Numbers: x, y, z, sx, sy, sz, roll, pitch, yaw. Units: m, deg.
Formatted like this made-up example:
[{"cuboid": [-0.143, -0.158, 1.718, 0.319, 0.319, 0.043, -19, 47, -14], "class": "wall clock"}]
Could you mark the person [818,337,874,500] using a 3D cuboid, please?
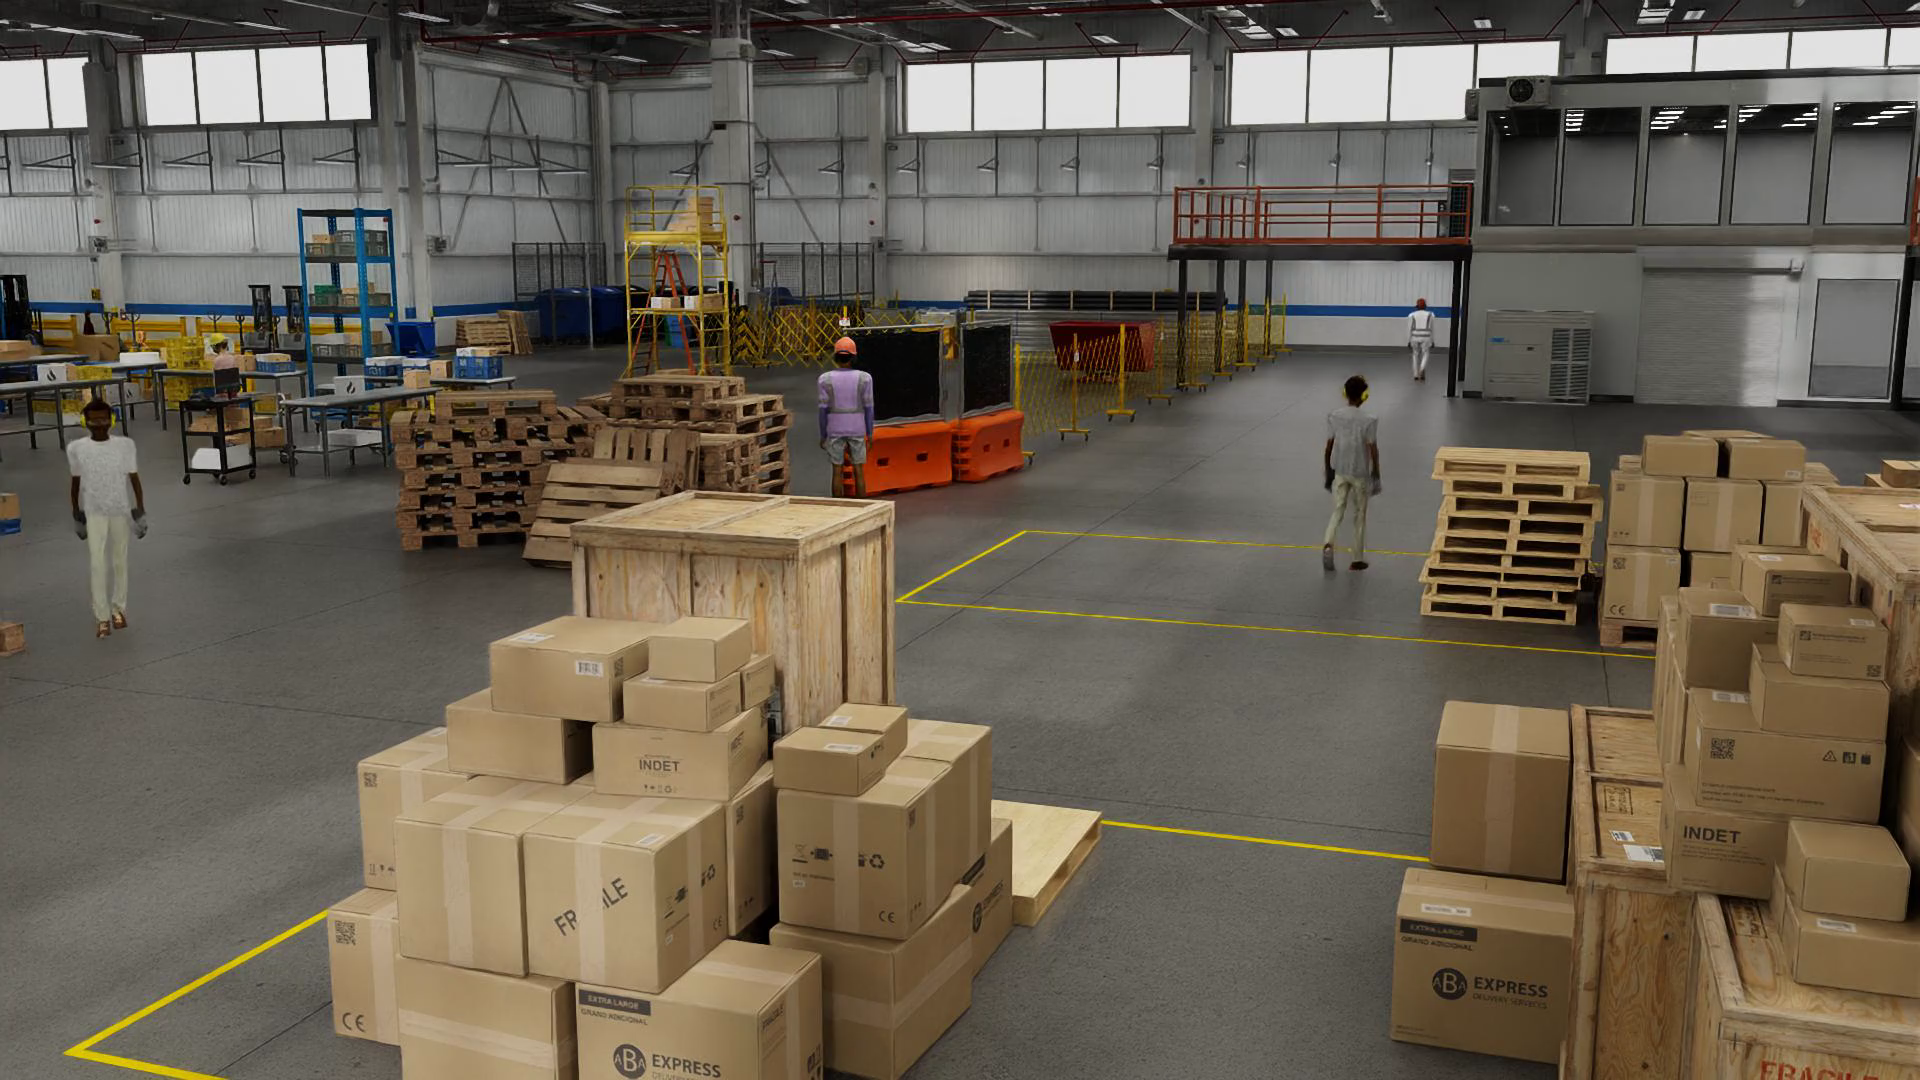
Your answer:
[{"cuboid": [-1.233, -1.175, 18.049, 0.606, 2.044, 0.373, -1, 10, -4], "class": "person"}]

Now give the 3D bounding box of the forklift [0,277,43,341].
[{"cuboid": [-27.151, -6.329, 46.328, 1.157, 1.987, 2.680, 3, 11, 17], "class": "forklift"}]

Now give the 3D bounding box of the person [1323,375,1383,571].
[{"cuboid": [3.614, -0.600, 15.364, 0.536, 1.849, 0.634, 8, 13, 37], "class": "person"}]

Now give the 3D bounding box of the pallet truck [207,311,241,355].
[{"cuboid": [-19.537, -5.575, 44.913, 0.653, 1.274, 1.630, 3, 11, 19], "class": "pallet truck"}]

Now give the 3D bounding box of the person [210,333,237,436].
[{"cuboid": [-10.696, -2.123, 24.180, 0.322, 1.765, 0.523, 0, 10, 2], "class": "person"}]

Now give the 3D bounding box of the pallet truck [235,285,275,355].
[{"cuboid": [-18.327, -5.835, 44.421, 0.823, 1.965, 1.885, 4, 11, 23], "class": "pallet truck"}]

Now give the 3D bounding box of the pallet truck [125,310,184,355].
[{"cuboid": [-22.038, -5.665, 45.457, 0.704, 1.261, 1.522, 3, 11, 17], "class": "pallet truck"}]

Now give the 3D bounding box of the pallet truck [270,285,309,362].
[{"cuboid": [-17.147, -5.700, 43.663, 0.823, 1.965, 1.885, 3, 11, 17], "class": "pallet truck"}]

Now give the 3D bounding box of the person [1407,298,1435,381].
[{"cuboid": [10.260, -4.460, 37.044, 0.600, 1.865, 0.415, 4, 11, 19], "class": "person"}]

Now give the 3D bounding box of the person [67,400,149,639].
[{"cuboid": [-6.602, -0.161, 12.920, 0.506, 1.831, 0.890, -6, 12, -30], "class": "person"}]

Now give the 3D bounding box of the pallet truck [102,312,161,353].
[{"cuboid": [-23.057, -5.777, 46.261, 0.680, 1.201, 1.601, 3, 11, 19], "class": "pallet truck"}]
